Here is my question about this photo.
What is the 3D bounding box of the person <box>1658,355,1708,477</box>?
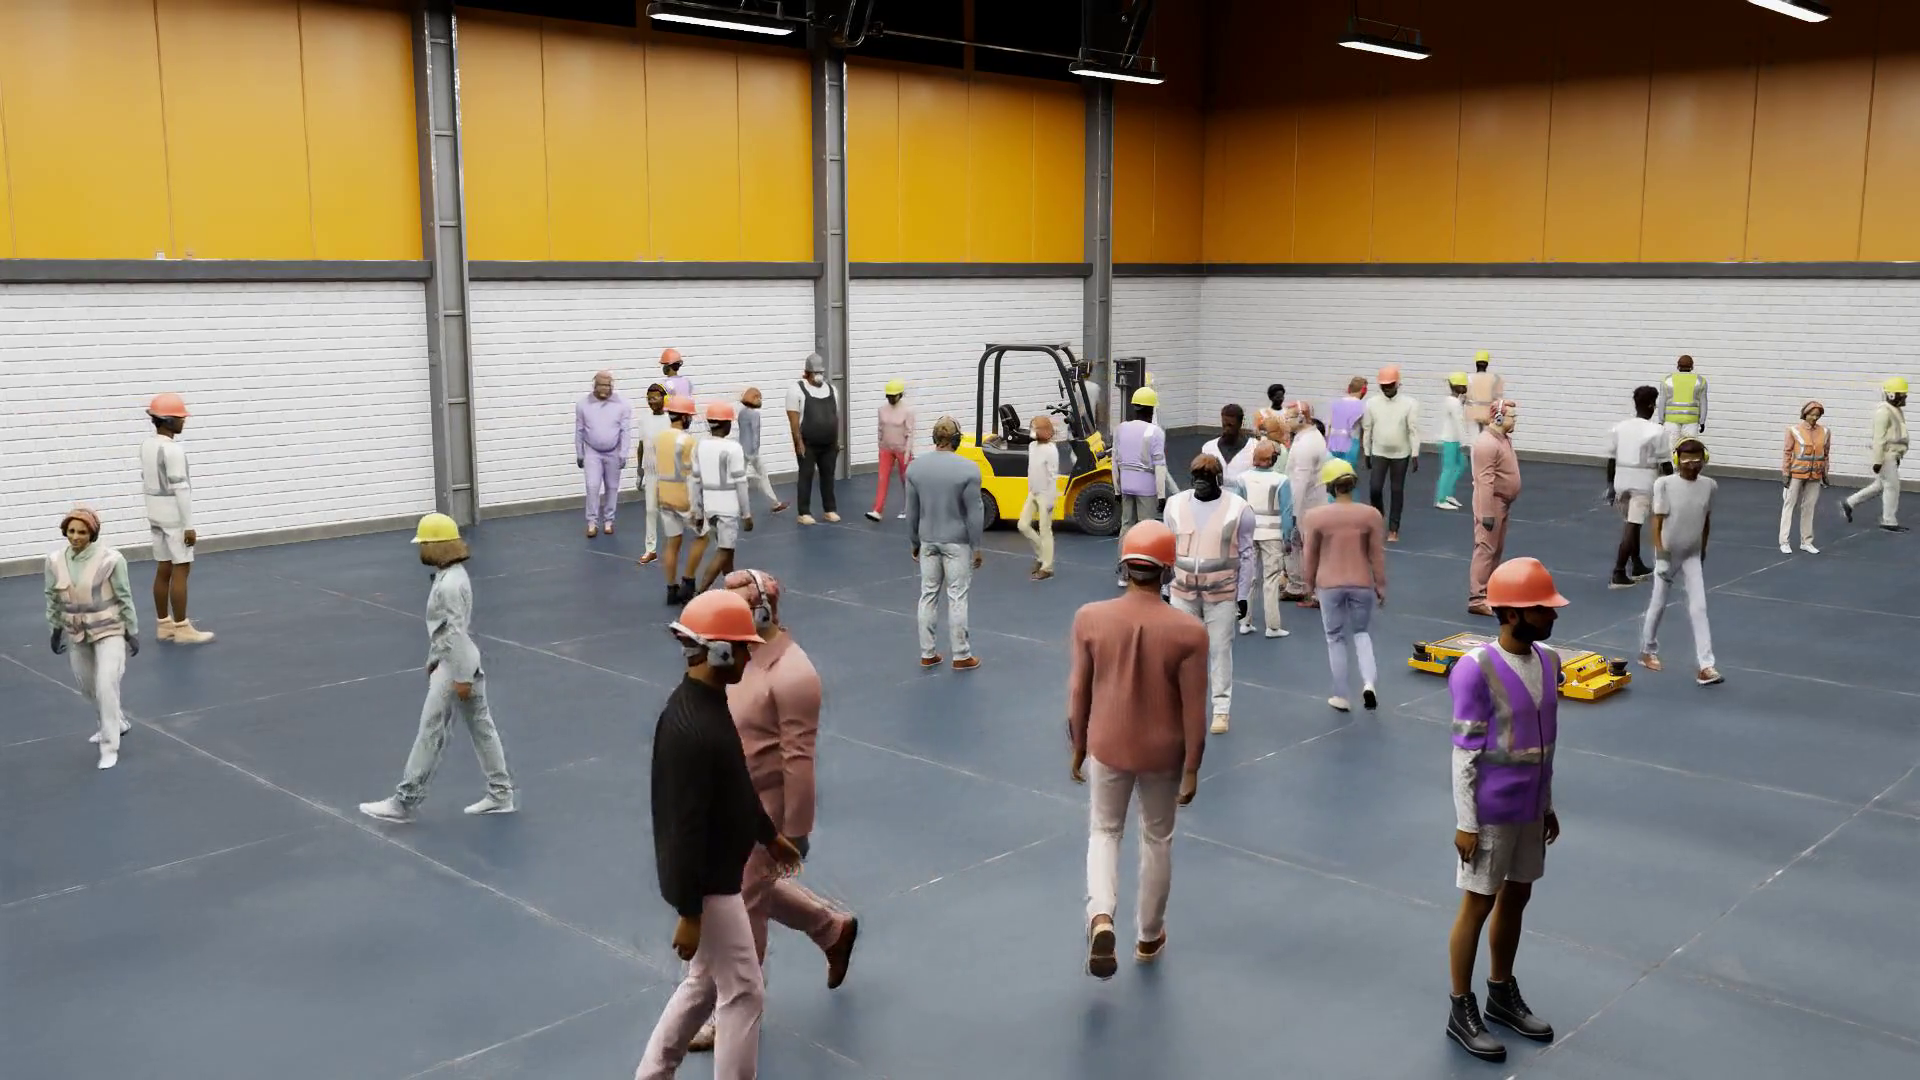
[{"bbox_3d":[10.078,-1.660,23.218,0.634,1.840,0.429,4,10,23],"label":"person"}]

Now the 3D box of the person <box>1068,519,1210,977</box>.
[{"bbox_3d":[0.745,0.904,7.071,0.610,1.979,0.726,2,10,14],"label":"person"}]

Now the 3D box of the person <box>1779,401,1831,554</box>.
[{"bbox_3d":[9.016,-0.667,17.747,0.514,1.638,0.310,-1,9,-4],"label":"person"}]

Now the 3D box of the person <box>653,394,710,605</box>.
[{"bbox_3d":[-2.493,-0.360,14.995,0.582,1.915,0.470,8,12,39],"label":"person"}]

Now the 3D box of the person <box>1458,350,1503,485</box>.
[{"bbox_3d":[7.318,-1.731,23.501,0.617,1.880,0.945,1,9,8],"label":"person"}]

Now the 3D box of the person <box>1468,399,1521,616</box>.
[{"bbox_3d":[4.709,-0.284,14.608,0.401,1.902,0.650,5,11,30],"label":"person"}]

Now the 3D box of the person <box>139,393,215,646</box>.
[{"bbox_3d":[-6.354,-0.170,13.466,0.614,2.040,0.391,7,12,38],"label":"person"}]

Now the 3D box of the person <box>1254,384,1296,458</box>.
[{"bbox_3d":[3.839,-1.076,20.273,0.538,1.666,0.871,-3,10,-18],"label":"person"}]

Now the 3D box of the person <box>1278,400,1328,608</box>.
[{"bbox_3d":[3.028,-0.315,14.875,0.716,1.875,0.661,2,10,15],"label":"person"}]

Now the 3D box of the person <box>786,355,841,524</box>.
[{"bbox_3d":[-1.705,-1.215,19.873,0.698,2.000,0.536,-6,11,-31],"label":"person"}]

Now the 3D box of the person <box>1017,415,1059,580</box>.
[{"bbox_3d":[0.767,-0.411,16.202,0.341,1.620,0.525,-5,10,-27],"label":"person"}]

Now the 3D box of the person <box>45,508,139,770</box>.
[{"bbox_3d":[-5.320,0.568,10.297,0.569,1.604,0.632,1,9,7],"label":"person"}]

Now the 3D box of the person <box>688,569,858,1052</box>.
[{"bbox_3d":[-0.759,1.028,6.607,0.797,1.881,0.655,-6,11,-33],"label":"person"}]

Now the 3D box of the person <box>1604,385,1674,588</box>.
[{"bbox_3d":[6.563,-0.511,15.908,0.913,1.926,0.622,-5,10,-28],"label":"person"}]

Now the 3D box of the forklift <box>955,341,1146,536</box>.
[{"bbox_3d":[0.977,-1.223,19.452,2.313,2.155,1.214,2,9,11],"label":"forklift"}]

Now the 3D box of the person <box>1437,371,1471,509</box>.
[{"bbox_3d":[6.247,-1.245,20.946,0.459,1.749,0.530,3,10,16],"label":"person"}]

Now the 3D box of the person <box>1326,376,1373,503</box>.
[{"bbox_3d":[4.555,-0.998,19.305,0.923,1.783,0.582,-5,11,-30],"label":"person"}]

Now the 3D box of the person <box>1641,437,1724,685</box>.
[{"bbox_3d":[5.328,0.142,12.263,0.492,1.811,0.944,0,9,2],"label":"person"}]

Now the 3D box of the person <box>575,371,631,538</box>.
[{"bbox_3d":[-4.026,-0.961,18.797,0.646,1.876,0.783,-2,9,-12],"label":"person"}]

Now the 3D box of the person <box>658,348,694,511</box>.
[{"bbox_3d":[-3.587,-1.368,20.798,0.378,2.045,0.605,5,10,26],"label":"person"}]

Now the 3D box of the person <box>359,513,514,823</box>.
[{"bbox_3d":[-2.884,0.704,9.112,0.855,1.700,0.514,-2,9,-12],"label":"person"}]

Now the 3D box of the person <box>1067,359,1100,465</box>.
[{"bbox_3d":[1.643,-1.475,22.061,0.546,1.850,0.764,-7,12,-38],"label":"person"}]

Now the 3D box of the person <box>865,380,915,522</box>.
[{"bbox_3d":[-0.797,-1.057,19.897,0.536,1.702,0.937,4,10,25],"label":"person"}]

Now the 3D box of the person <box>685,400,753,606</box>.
[{"bbox_3d":[-2.125,-0.263,14.514,0.549,1.915,0.886,7,12,38],"label":"person"}]

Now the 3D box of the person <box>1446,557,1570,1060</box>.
[{"bbox_3d":[2.129,1.024,6.446,0.552,1.942,0.341,-6,11,-33],"label":"person"}]

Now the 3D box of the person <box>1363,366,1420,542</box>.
[{"bbox_3d":[4.784,-0.948,18.469,0.633,1.970,0.499,4,10,21],"label":"person"}]

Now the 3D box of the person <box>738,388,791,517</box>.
[{"bbox_3d":[-2.535,-1.077,20.412,0.878,1.571,0.509,-7,12,-37],"label":"person"}]

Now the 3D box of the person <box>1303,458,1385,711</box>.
[{"bbox_3d":[2.627,0.317,11.392,0.536,1.743,0.475,0,9,0],"label":"person"}]

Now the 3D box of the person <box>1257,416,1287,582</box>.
[{"bbox_3d":[3.013,-0.388,16.086,0.369,1.616,0.515,-3,10,-16],"label":"person"}]

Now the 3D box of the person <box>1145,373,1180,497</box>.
[{"bbox_3d":[2.388,-1.233,20.797,0.918,1.783,0.622,0,9,3],"label":"person"}]

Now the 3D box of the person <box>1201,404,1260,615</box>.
[{"bbox_3d":[2.307,-0.220,14.200,0.623,1.899,0.454,6,11,31],"label":"person"}]

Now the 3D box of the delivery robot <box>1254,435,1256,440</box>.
[{"bbox_3d":[4.790,-1.499,25.872,0.477,0.478,0.707,0,9,0],"label":"delivery robot"}]

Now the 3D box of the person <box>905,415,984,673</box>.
[{"bbox_3d":[-0.113,0.030,12.551,0.630,1.938,0.369,5,10,26],"label":"person"}]

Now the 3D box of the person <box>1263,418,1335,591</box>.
[{"bbox_3d":[3.242,-0.308,15.449,0.845,1.653,0.545,-4,10,-25],"label":"person"}]

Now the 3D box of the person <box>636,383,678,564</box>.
[{"bbox_3d":[-3.099,-0.677,17.100,0.508,1.872,0.329,2,9,11],"label":"person"}]

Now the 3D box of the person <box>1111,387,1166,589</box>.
[{"bbox_3d":[1.712,-0.485,15.744,0.594,1.924,0.382,9,13,43],"label":"person"}]

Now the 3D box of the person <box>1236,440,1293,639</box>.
[{"bbox_3d":[2.500,-0.008,13.707,0.523,1.636,0.310,8,12,39],"label":"person"}]

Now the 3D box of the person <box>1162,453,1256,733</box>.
[{"bbox_3d":[1.604,0.346,10.911,0.623,1.844,0.430,4,10,22],"label":"person"}]

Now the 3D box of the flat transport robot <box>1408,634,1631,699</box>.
[{"bbox_3d":[4.118,0.906,12.284,1.431,0.197,0.652,9,13,43],"label":"flat transport robot"}]

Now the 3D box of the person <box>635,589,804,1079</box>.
[{"bbox_3d":[-0.870,1.138,5.685,0.679,1.962,0.638,-1,9,-8],"label":"person"}]

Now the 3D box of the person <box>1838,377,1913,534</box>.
[{"bbox_3d":[10.635,-0.996,19.239,0.732,1.811,0.600,7,12,37],"label":"person"}]
